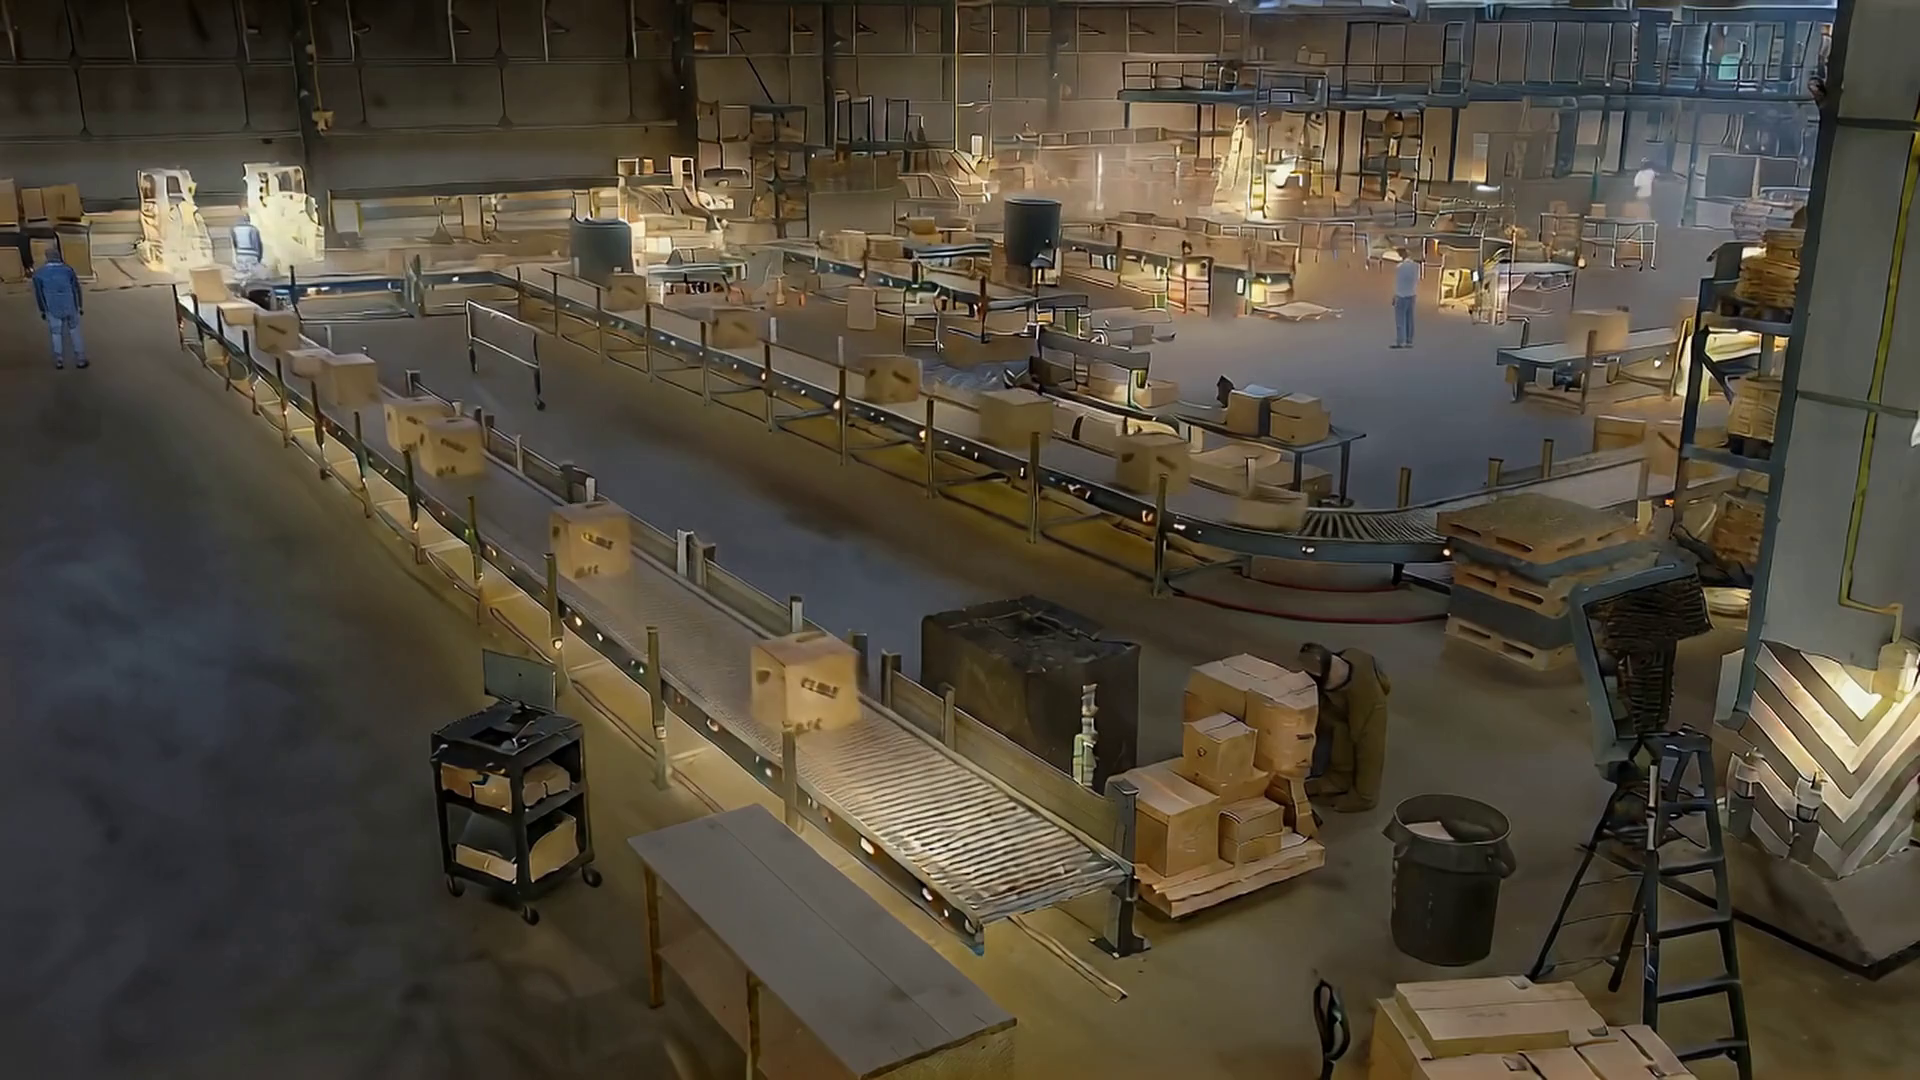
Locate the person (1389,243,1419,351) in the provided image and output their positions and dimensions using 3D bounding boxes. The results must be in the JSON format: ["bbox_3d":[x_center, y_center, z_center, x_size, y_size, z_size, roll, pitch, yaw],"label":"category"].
[{"bbox_3d":[7.334,-4.016,27.482,0.533,1.767,0.325,-11,20,-32],"label":"person"}]

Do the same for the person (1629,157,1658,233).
[{"bbox_3d":[18.133,-9.097,44.004,0.611,2.005,0.996,-3,17,-10],"label":"person"}]

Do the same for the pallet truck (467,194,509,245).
[{"bbox_3d":[-11.983,-8.177,42.137,0.704,1.261,1.522,-11,20,-33],"label":"pallet truck"}]

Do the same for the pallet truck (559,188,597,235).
[{"bbox_3d":[-10.010,-8.652,43.699,0.653,1.274,1.630,-10,20,-31],"label":"pallet truck"}]

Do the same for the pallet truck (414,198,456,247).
[{"bbox_3d":[-13.250,-8.060,41.856,0.680,1.201,1.601,-10,20,-31],"label":"pallet truck"}]

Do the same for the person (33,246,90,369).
[{"bbox_3d":[-14.007,-3.625,25.939,0.641,1.908,0.407,-6,18,-18],"label":"person"}]

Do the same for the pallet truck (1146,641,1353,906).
[{"bbox_3d":[1.664,1.407,10.232,1.630,1.274,0.653,-10,20,-31],"label":"pallet truck"}]

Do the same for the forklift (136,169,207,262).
[{"bbox_3d":[-17.842,-7.318,37.559,1.157,1.987,2.680,-10,20,-31],"label":"forklift"}]

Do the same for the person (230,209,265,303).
[{"bbox_3d":[-13.843,-5.505,32.338,0.615,1.818,0.463,2,17,5],"label":"person"}]

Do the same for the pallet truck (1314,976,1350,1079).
[{"bbox_3d":[2.299,2.390,7.086,1.601,1.201,0.680,-2,17,-7],"label":"pallet truck"}]

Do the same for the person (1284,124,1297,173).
[{"bbox_3d":[12.757,-15.107,64.221,0.583,1.871,0.472,-12,20,-34],"label":"person"}]

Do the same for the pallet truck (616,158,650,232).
[{"bbox_3d":[-8.918,-9.176,44.255,0.823,1.965,1.885,-9,19,-27],"label":"pallet truck"}]

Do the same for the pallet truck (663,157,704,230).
[{"bbox_3d":[-7.586,-9.308,44.692,0.823,1.965,1.885,-11,20,-33],"label":"pallet truck"}]

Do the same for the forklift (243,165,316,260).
[{"bbox_3d":[-15.898,-7.669,38.708,1.157,1.987,2.680,-11,20,-33],"label":"forklift"}]
